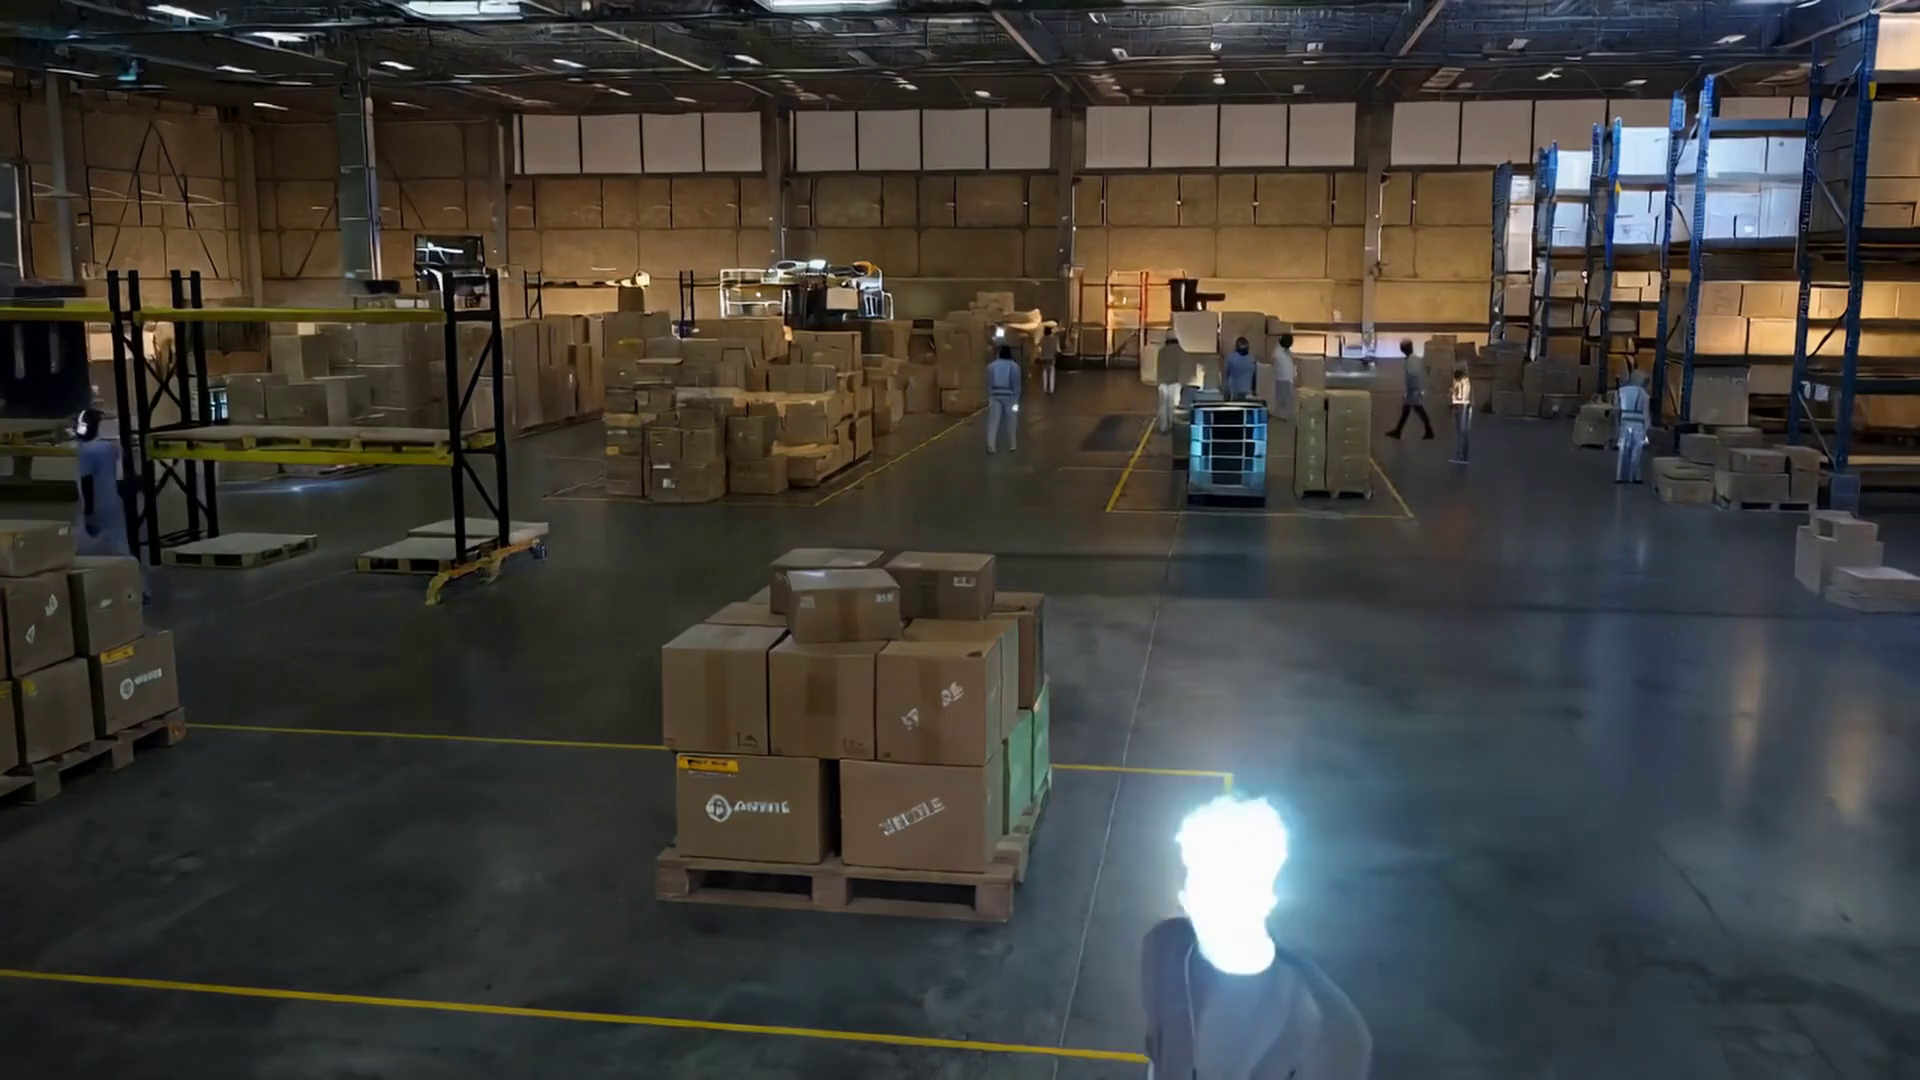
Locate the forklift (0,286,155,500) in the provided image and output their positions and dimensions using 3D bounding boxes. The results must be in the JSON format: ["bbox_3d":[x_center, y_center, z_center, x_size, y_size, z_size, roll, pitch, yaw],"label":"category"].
[{"bbox_3d":[-11.860,-1.949,21.937,1.873,2.768,1.129,1,9,9],"label":"forklift"}]

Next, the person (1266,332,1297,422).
[{"bbox_3d":[6.576,-3.243,33.241,0.945,1.794,0.623,5,10,27],"label":"person"}]

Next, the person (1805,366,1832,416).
[{"bbox_3d":[16.007,-2.945,30.976,0.356,1.937,0.552,-3,10,-18],"label":"person"}]

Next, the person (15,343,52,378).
[{"bbox_3d":[-15.257,-2.334,27.423,0.636,1.872,1.056,3,10,17],"label":"person"}]

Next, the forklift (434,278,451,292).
[{"bbox_3d":[-13.692,-5.581,44.334,1.873,2.768,1.129,-3,10,-19],"label":"forklift"}]

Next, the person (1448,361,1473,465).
[{"bbox_3d":[7.840,-1.984,25.994,0.320,1.631,0.524,-1,9,-5],"label":"person"}]

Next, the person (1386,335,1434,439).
[{"bbox_3d":[8.166,-2.738,29.951,0.839,1.871,0.574,3,10,15],"label":"person"}]

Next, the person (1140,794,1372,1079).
[{"bbox_3d":[0.543,1.491,3.568,0.573,1.944,0.652,-8,12,-40],"label":"person"}]

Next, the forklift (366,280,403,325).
[{"bbox_3d":[-12.302,-4.178,35.681,1.873,2.768,1.129,1,9,9],"label":"forklift"}]

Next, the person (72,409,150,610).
[{"bbox_3d":[-7.673,-0.253,14.734,1.002,1.819,0.548,1,9,9],"label":"person"}]

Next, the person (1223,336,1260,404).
[{"bbox_3d":[4.725,-2.454,27.952,0.630,1.936,0.369,-1,9,-9],"label":"person"}]

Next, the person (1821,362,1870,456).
[{"bbox_3d":[13.790,-1.972,25.853,0.869,1.648,0.540,3,10,15],"label":"person"}]

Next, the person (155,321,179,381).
[{"bbox_3d":[-21.651,-5.265,45.350,0.399,1.919,0.587,6,11,31],"label":"person"}]

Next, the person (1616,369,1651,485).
[{"bbox_3d":[9.541,-1.599,23.581,0.306,1.643,0.523,-6,11,-33],"label":"person"}]

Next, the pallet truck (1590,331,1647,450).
[{"bbox_3d":[11.253,-2.573,28.499,0.823,1.965,1.885,5,10,27],"label":"pallet truck"}]

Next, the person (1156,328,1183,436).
[{"bbox_3d":[3.855,-2.895,30.496,0.623,1.989,0.400,-7,11,-35],"label":"person"}]

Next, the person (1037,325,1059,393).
[{"bbox_3d":[2.178,-4.488,41.245,0.552,1.682,0.434,0,9,-1],"label":"person"}]

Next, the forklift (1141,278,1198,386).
[{"bbox_3d":[5.772,-5.410,43.278,1.873,2.768,1.129,-4,10,-23],"label":"forklift"}]

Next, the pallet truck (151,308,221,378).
[{"bbox_3d":[-21.869,-5.598,47.154,0.823,1.965,1.885,4,10,26],"label":"pallet truck"}]

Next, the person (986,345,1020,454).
[{"bbox_3d":[0.697,-2.324,27.579,0.633,1.812,0.907,4,10,23],"label":"person"}]
